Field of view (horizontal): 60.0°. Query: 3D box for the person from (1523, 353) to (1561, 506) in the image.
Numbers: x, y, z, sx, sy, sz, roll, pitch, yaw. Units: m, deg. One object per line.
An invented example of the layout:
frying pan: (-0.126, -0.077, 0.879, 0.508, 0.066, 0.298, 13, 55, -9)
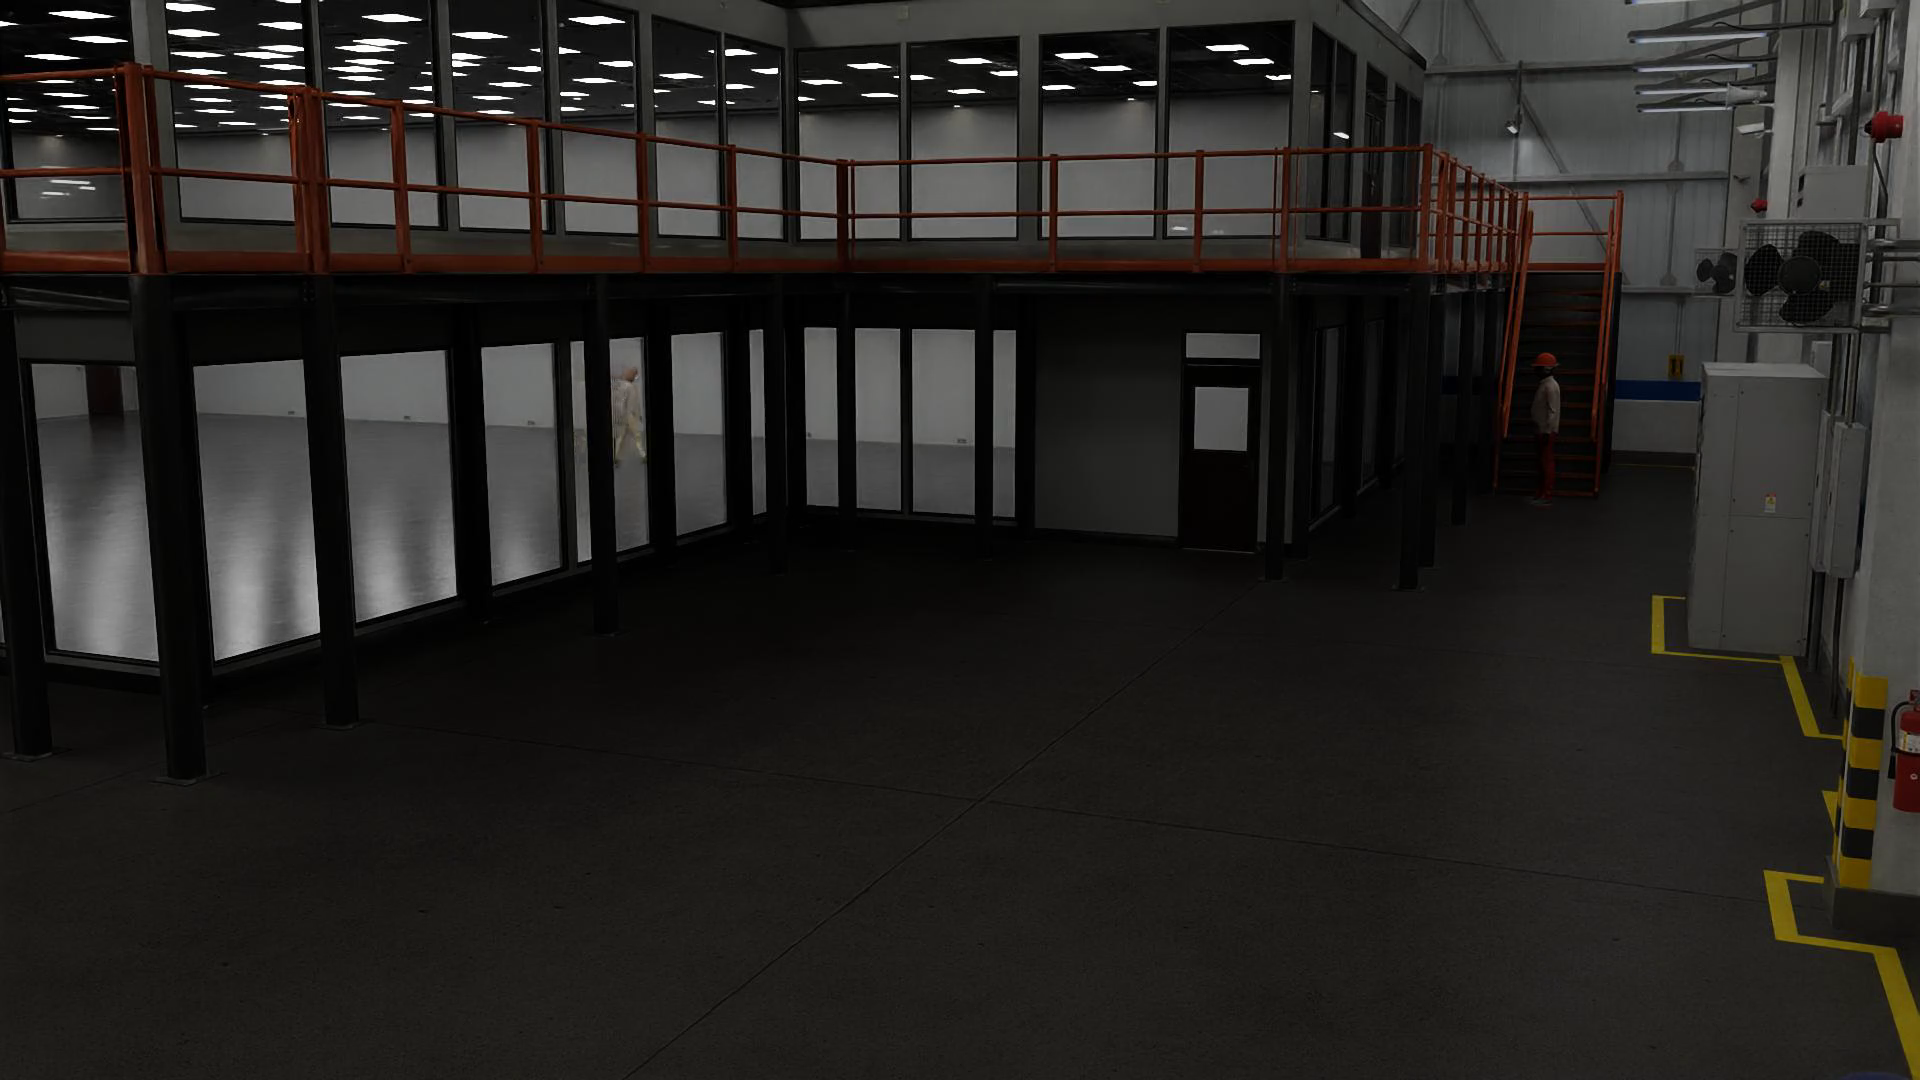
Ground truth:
person: (7.591, -1.432, 21.621, 0.379, 1.996, 0.611, 2, 9, 9)
